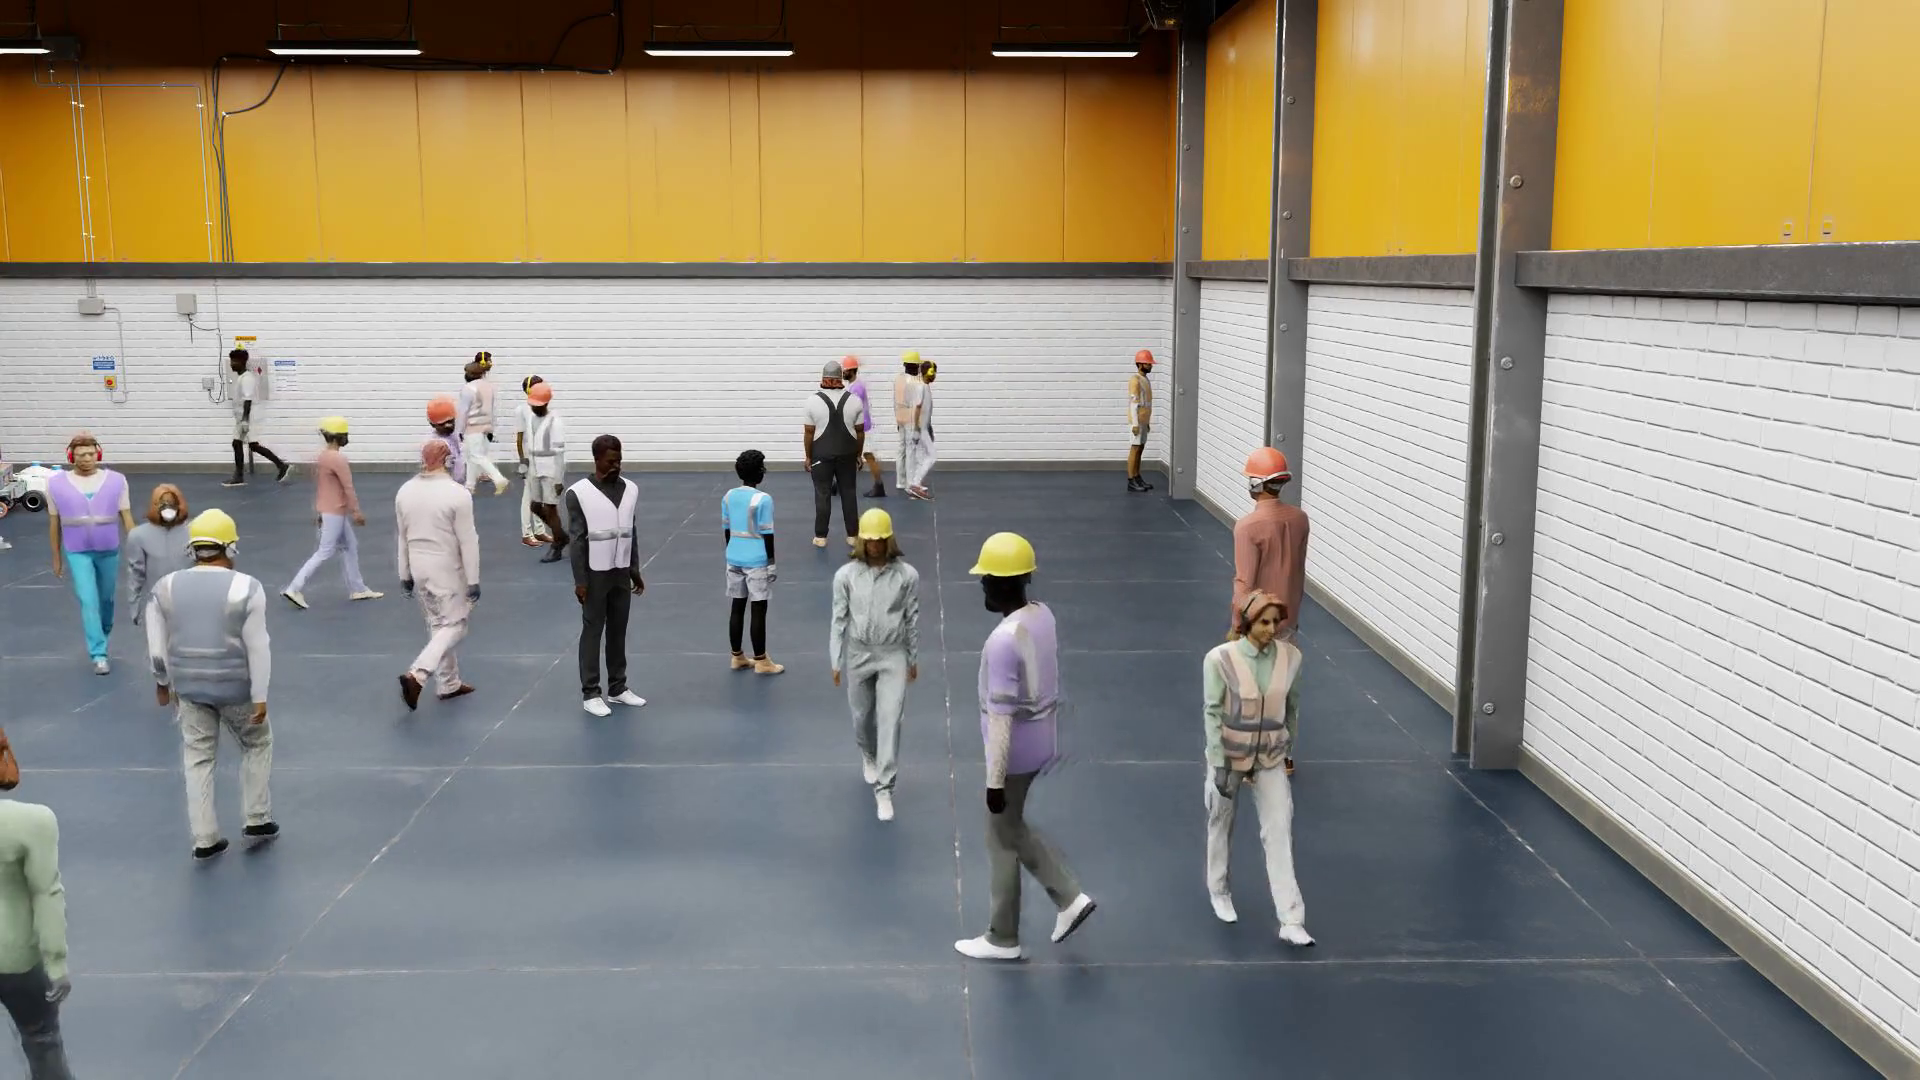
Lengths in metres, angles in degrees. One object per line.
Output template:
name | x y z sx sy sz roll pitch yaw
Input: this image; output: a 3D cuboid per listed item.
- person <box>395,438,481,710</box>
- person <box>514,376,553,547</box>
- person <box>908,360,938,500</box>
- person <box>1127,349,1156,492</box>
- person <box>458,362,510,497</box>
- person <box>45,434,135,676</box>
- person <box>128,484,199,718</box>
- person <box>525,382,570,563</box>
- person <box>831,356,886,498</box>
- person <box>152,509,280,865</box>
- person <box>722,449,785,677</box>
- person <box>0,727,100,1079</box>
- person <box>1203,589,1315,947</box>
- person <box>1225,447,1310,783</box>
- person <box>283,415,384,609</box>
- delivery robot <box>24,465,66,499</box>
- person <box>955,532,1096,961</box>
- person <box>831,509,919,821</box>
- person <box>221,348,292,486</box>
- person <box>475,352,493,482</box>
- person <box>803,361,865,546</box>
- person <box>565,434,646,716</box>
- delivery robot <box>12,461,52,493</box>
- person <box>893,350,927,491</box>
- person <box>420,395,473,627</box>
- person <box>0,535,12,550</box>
person | -3.639 0.241 11.479 0.687 1.877 0.747 5 10 27
person | -4.658 -0.870 18.280 0.319 1.870 0.532 4 10 23
person | -0.469 -1.437 21.881 0.415 1.830 0.597 1 9 5
person | 2.490 -1.635 22.763 0.377 1.938 0.547 4 10 24
person | -6.397 -1.468 22.139 0.833 1.813 0.626 2 9 10
person | -6.643 0.071 12.737 0.583 1.808 0.942 -7 11 -36
person | -5.287 0.412 11.163 0.516 1.616 0.470 -5 11 -30
person | -4.237 -0.696 17.163 0.605 1.887 0.676 7 12 36
person | -1.440 -1.484 22.002 0.966 1.883 0.596 -2 10 -13
person | -3.817 0.738 8.614 0.605 1.810 0.641 0 9 -2
person | -1.564 0.168 12.442 0.535 1.697 0.322 9 13 43
person | -3.163 1.357 5.460 0.526 1.591 0.811 -2 9 -10
person | 1.334 1.027 7.471 0.508 1.597 0.837 -2 9 -12
person | 1.791 0.446 9.847 0.626 1.992 0.414 -8 12 -41
person | -5.702 -0.260 14.971 0.877 1.728 0.522 -7 11 -35
delivery robot | -11.381 -0.702 20.987 0.707 0.478 0.477 -2 9 -13
person | 0.259 0.912 7.202 0.511 1.915 0.603 4 10 21
person | -0.479 0.649 9.461 0.494 1.710 0.843 0 9 -2
person | -9.911 -1.722 23.311 0.859 1.935 0.606 -6 11 -34
person | -6.804 -1.756 23.751 0.315 1.861 0.513 -2 9 -11
person | -1.400 -0.955 18.277 0.688 2.000 0.536 -3 10 -15
person | -2.429 0.226 11.420 0.392 1.917 0.592 6 11 35
delivery robot | -11.889 -0.770 21.400 0.477 0.478 0.707 4 10 21
person | -0.684 -1.629 22.756 0.372 1.925 0.596 -6 11 -31
person | -4.387 -0.267 14.274 0.379 1.988 0.722 0 9 0
person | -10.786 -0.805 17.980 0.934 1.847 0.574 4 10 22
